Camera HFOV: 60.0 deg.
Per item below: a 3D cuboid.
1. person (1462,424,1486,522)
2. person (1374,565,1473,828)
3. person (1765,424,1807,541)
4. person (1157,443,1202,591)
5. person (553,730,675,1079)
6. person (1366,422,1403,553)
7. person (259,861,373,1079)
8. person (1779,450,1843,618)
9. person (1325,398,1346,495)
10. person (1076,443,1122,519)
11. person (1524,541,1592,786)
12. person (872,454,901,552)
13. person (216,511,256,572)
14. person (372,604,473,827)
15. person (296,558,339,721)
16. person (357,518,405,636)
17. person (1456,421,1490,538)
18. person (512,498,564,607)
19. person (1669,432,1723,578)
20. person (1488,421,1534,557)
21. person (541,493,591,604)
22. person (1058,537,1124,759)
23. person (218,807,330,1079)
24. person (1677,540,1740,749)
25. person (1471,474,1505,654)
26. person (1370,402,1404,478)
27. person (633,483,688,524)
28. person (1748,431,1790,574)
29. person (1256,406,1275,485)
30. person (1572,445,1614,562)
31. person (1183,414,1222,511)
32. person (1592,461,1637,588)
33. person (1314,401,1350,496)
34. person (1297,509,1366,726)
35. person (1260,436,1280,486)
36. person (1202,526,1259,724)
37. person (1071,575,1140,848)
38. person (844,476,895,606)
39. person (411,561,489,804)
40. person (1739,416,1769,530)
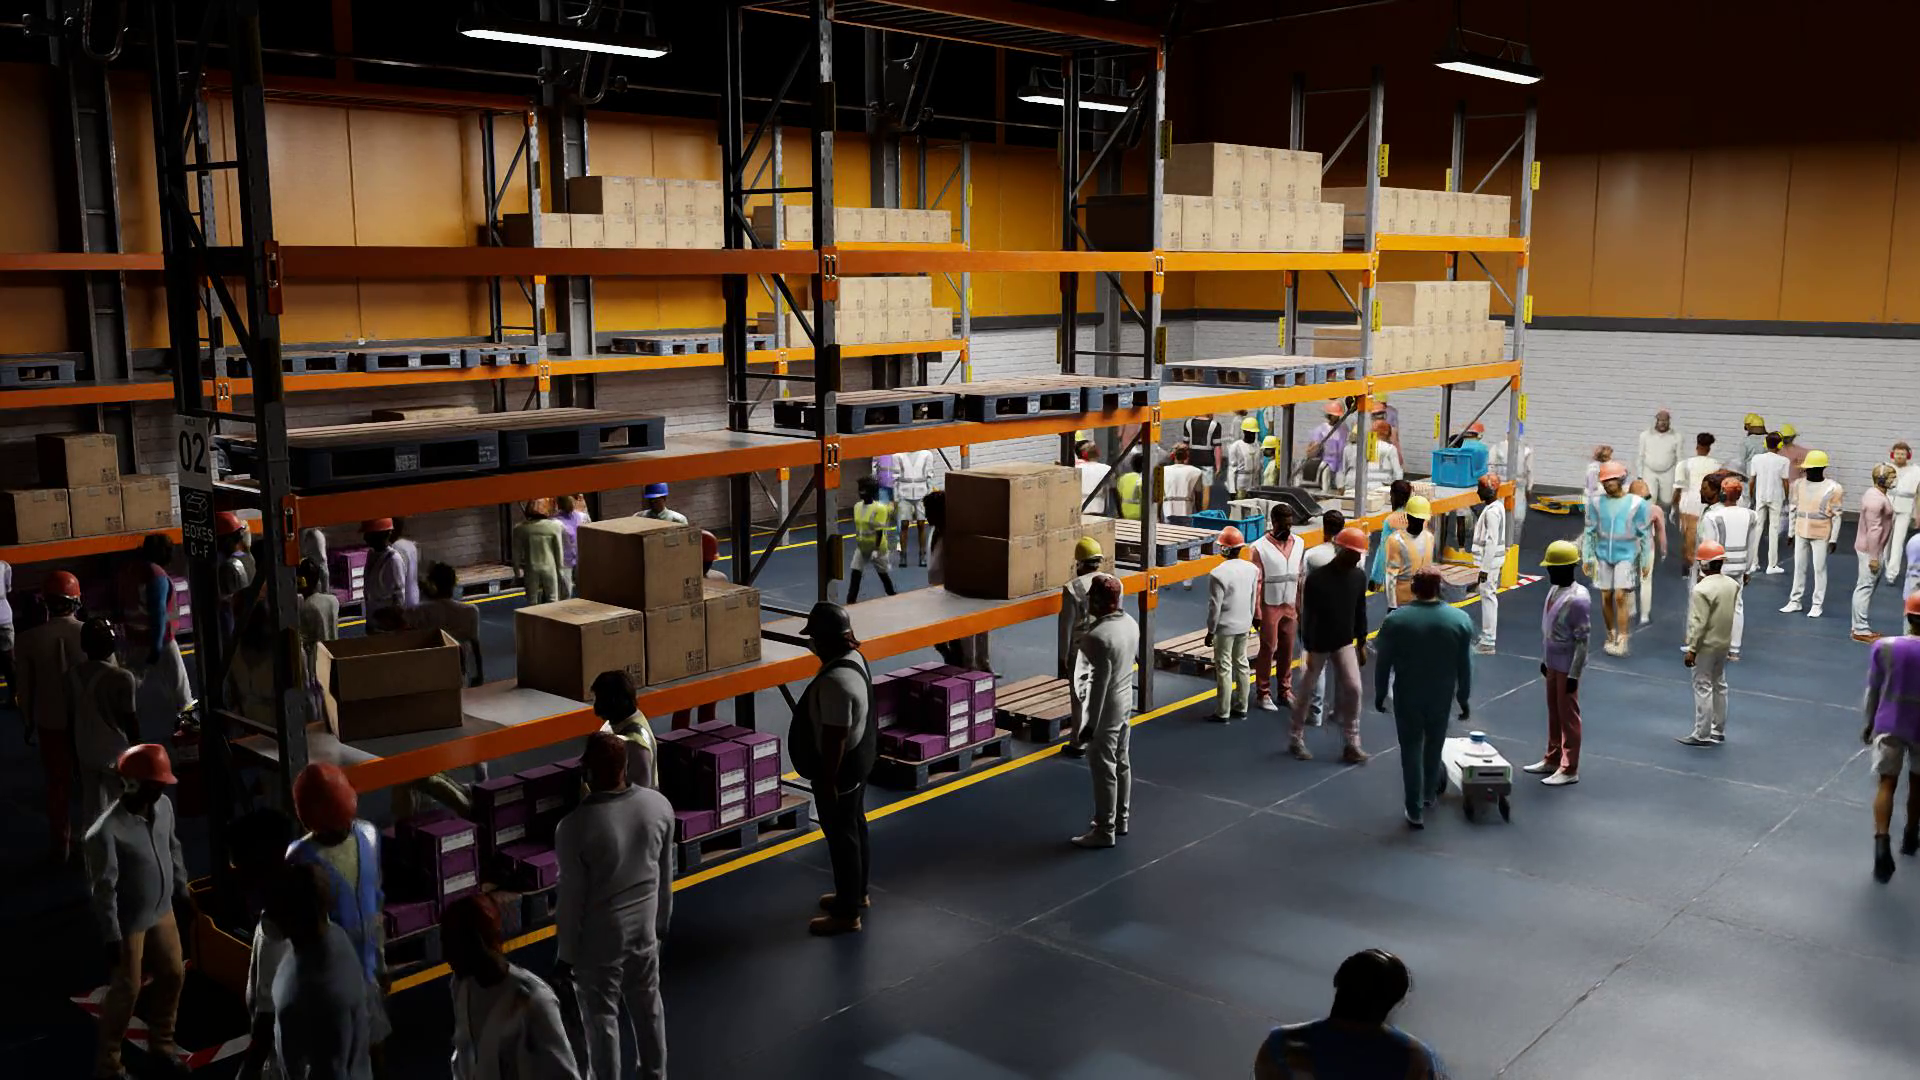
[{"bbox_3d":[7.856,-1.010,25.671,0.513,1.583,0.877,5,11,28],"label":"person"},{"bbox_3d":[3.367,1.097,12.208,0.673,1.872,0.878,1,10,4],"label":"person"},{"bbox_3d":[12.160,-0.849,24.297,0.854,1.726,0.534,-3,10,-20],"label":"person"},{"bbox_3d":[2.698,-0.280,20.561,0.562,1.838,0.387,2,10,9],"label":"person"},{"bbox_3d":[-1.635,1.826,7.788,0.403,1.905,0.652,8,13,40],"label":"person"},{"bbox_3d":[5.954,-0.744,23.350,1.010,1.824,0.609,-4,10,-24],"label":"person"},{"bbox_3d":[-2.314,2.097,6.199,0.959,1.908,0.640,-5,11,-28],"label":"person"},{"bbox_3d":[9.777,-0.073,19.076,0.383,1.922,0.587,-6,11,-32],"label":"person"},{"bbox_3d":[6.527,-1.775,29.028,0.396,1.991,0.610,3,10,18],"label":"person"},{"bbox_3d":[1.705,-0.328,20.970,0.605,1.781,0.932,3,10,19],"label":"person"},{"bbox_3d":[4.679,0.953,12.958,0.383,1.920,0.585,0,10,-2],"label":"person"},{"bbox_3d":[-0.962,-0.797,23.380,0.584,1.928,0.367,2,10,13],"label":"person"},{"bbox_3d":[-7.372,0.392,16.736,0.543,1.787,0.949,-2,10,-14],"label":"person"},{"bbox_3d":[-3.656,1.289,11.310,0.574,1.805,0.889,9,13,42],"label":"person"},{"bbox_3d":[-4.872,1.047,12.587,0.334,1.860,0.510,3,10,18],"label":"person"},{"bbox_3d":[-5.020,0.691,14.458,0.545,1.942,0.349,9,13,43],"label":"person"},{"bbox_3d":[7.625,-0.891,24.541,0.867,1.714,0.560,-6,11,-30],"label":"person"},{"bbox_3d":[-4.431,0.343,17.487,0.516,1.625,0.295,-2,10,-10],"label":"person"},{"bbox_3d":[9.348,-0.405,21.069,0.647,1.926,0.809,4,11,25],"label":"person"},{"bbox_3d":[7.545,-0.703,22.814,0.644,1.926,0.480,1,10,6],"label":"person"},{"bbox_3d":[-4.469,-0.079,19.260,0.980,1.872,0.591,1,10,5],"label":"person"},{"bbox_3d":[1.057,0.883,13.671,0.596,1.824,0.403,-6,11,-31],"label":"person"},{"bbox_3d":[-2.759,2.013,6.604,0.941,1.918,0.642,-3,10,-18],"label":"person"},{"bbox_3d":[6.270,0.867,13.970,0.569,1.747,0.340,-7,12,-35],"label":"person"},{"bbox_3d":[5.478,0.245,17.291,0.355,1.885,0.575,3,10,18],"label":"person"},{"bbox_3d":[6.323,-1.110,25.149,0.889,1.960,0.645,-8,12,-40],"label":"person"},{"bbox_3d":[-2.980,0.351,16.466,0.605,1.948,0.387,1,10,7],"label":"person"},{"bbox_3d":[10.585,-0.495,21.750,0.316,1.870,0.531,-9,13,-42],"label":"person"},{"bbox_3d":[5.434,-1.817,29.736,0.345,1.840,0.504,-2,10,-11],"label":"person"},{"bbox_3d":[8.566,-0.496,22.483,0.465,1.619,0.545,7,12,36],"label":"person"},{"bbox_3d":[3.705,-1.191,25.437,0.613,2.033,0.411,5,11,25],"label":"person"},{"bbox_3d":[8.209,-0.200,20.808,0.554,1.596,0.628,4,10,22],"label":"person"},{"bbox_3d":[5.560,-1.051,24.628,0.623,2.008,0.891,-3,10,-18],"label":"person"},{"bbox_3d":[3.263,0.685,14.605,0.598,1.908,0.402,-3,10,-17],"label":"person"},{"bbox_3d":[4.151,-0.513,22.198,0.338,1.759,0.524,2,10,12],"label":"person"},{"bbox_3d":[2.375,0.745,14.680,0.564,1.755,0.323,-7,12,-37],"label":"person"},{"bbox_3d":[0.993,1.186,11.599,0.406,1.910,0.639,5,11,27],"label":"person"},{"bbox_3d":[-1.043,0.101,18.832,0.533,1.644,0.875,8,12,39],"label":"person"},{"bbox_3d":[-3.860,1.062,12.534,0.488,1.845,0.483,-5,11,-25],"label":"person"},{"bbox_3d":[12.069,-1.012,25.251,0.487,1.738,0.347,2,10,14],"label":"person"}]
